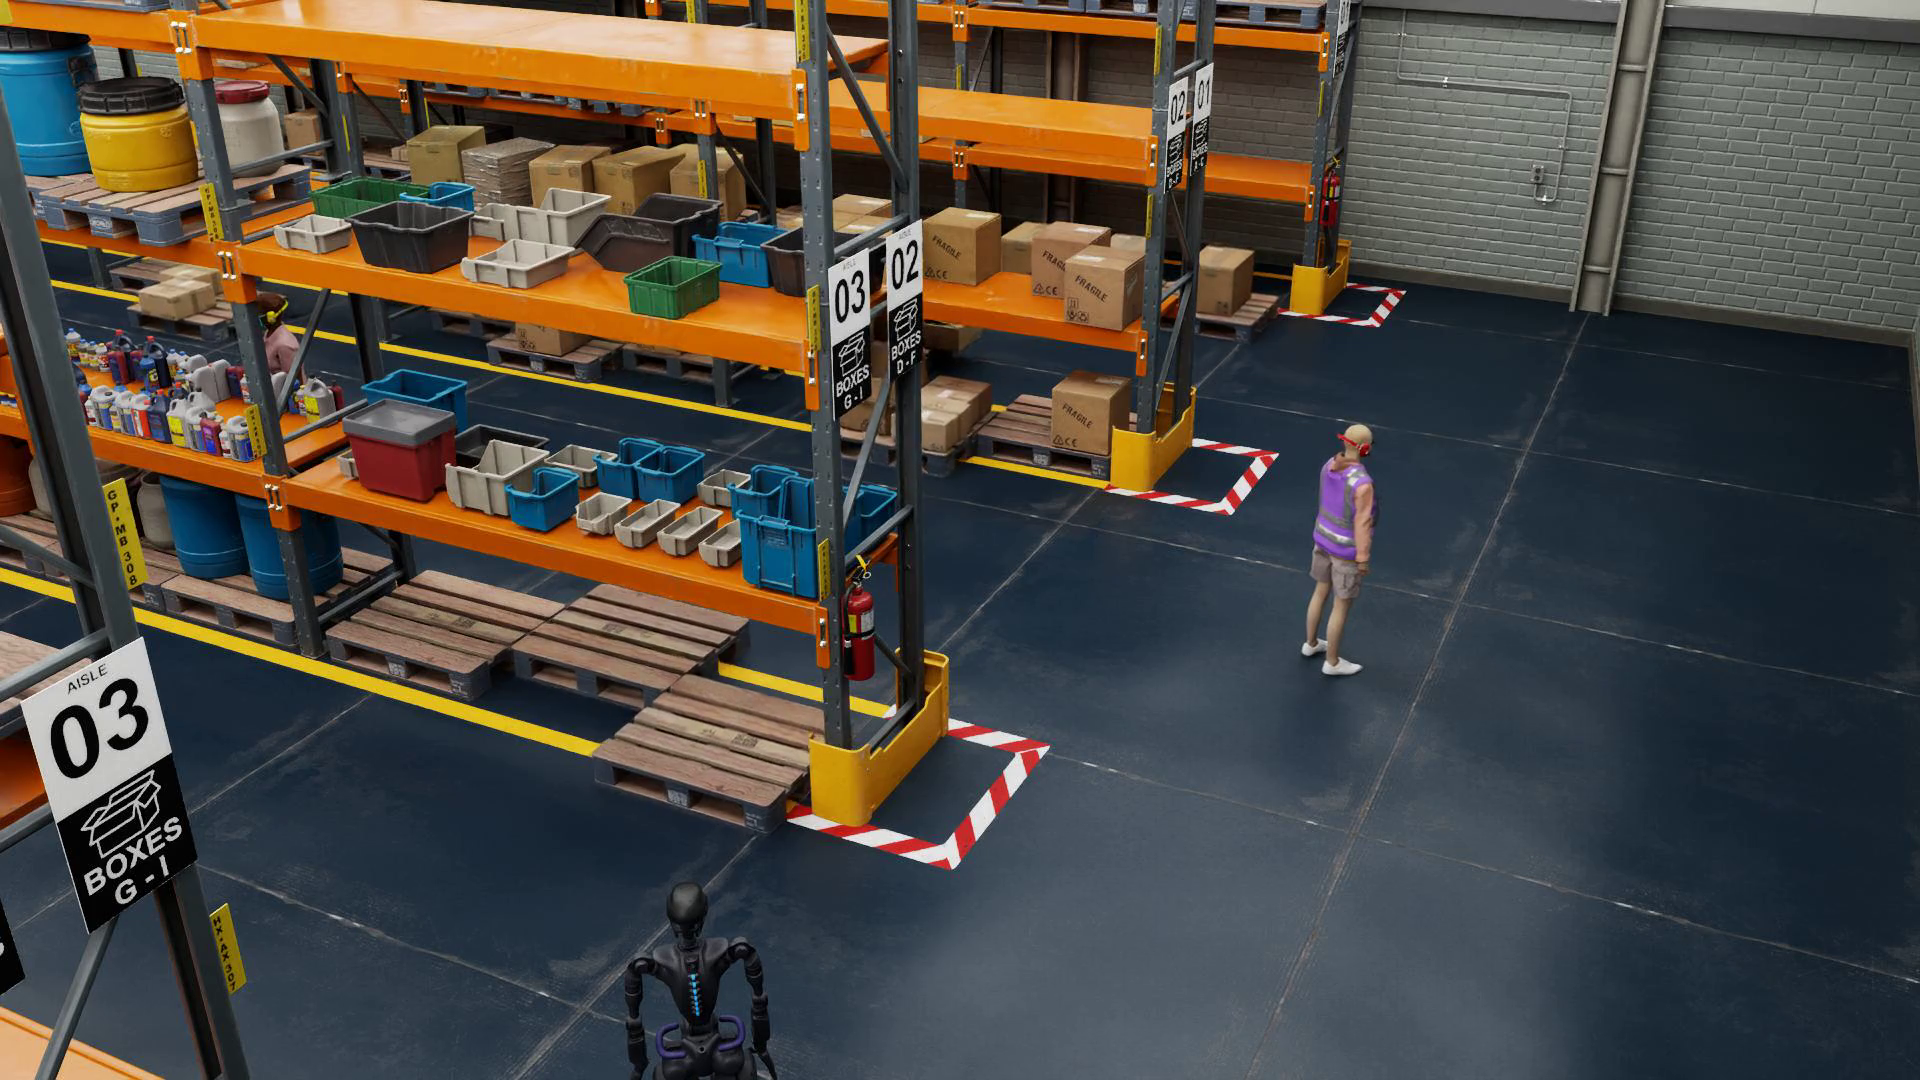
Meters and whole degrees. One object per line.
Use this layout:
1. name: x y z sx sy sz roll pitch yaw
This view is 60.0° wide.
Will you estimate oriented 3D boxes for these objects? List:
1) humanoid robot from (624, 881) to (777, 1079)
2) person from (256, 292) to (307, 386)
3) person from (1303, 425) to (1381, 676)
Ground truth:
1. humanoid robot: -1.024 2.050 6.546 0.599 1.657 0.315 -6 27 -11
2. person: -5.095 -1.013 12.627 0.329 1.800 0.538 -18 31 -32
3. person: 2.430 0.059 10.585 0.346 1.688 0.489 -10 28 -19
